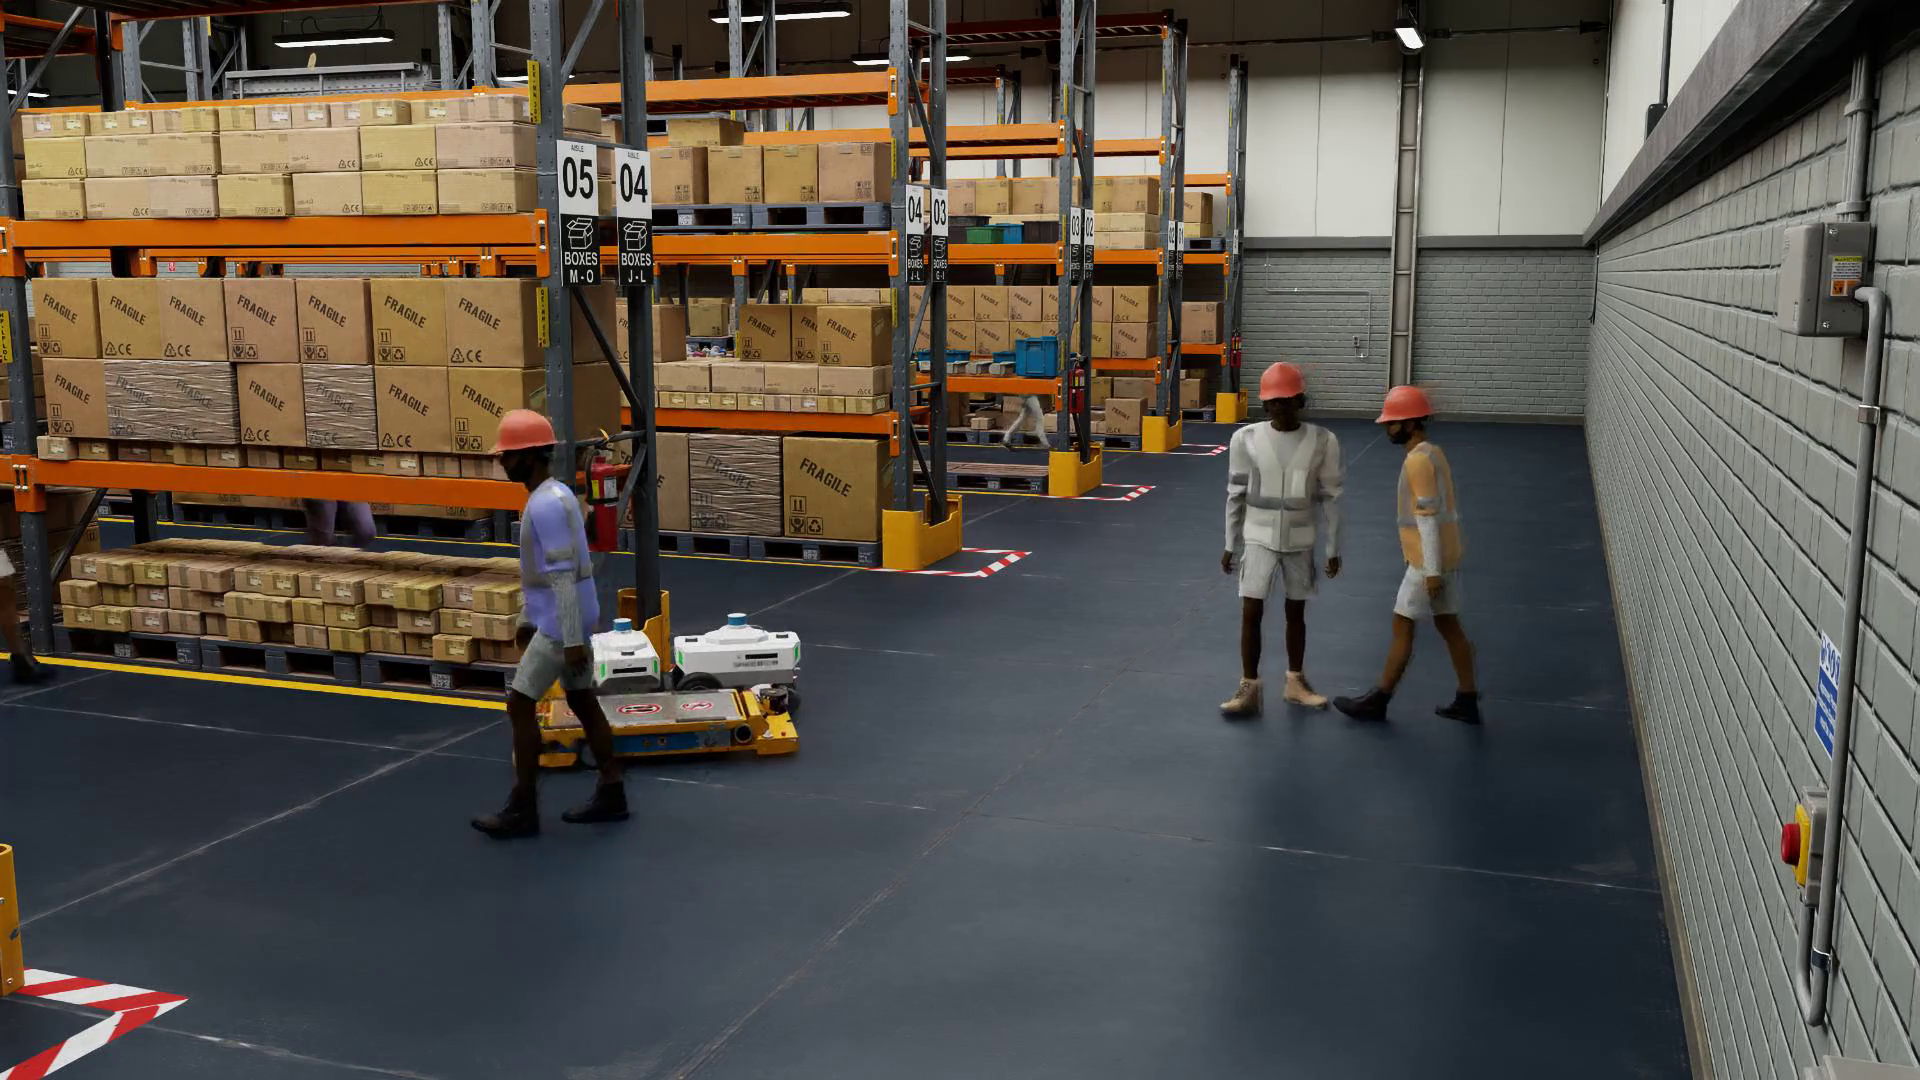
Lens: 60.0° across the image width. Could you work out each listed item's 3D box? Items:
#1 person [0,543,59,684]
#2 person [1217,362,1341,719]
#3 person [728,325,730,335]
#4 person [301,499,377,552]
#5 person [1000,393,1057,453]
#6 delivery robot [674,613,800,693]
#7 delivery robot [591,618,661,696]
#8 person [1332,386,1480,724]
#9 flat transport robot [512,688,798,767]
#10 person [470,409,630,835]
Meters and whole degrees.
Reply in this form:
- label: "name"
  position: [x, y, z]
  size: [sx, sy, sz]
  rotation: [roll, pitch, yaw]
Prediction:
- label: "person"
  position: [-5.884, -0.027, 9.937]
  size: [0.887, 1.901, 0.571]
  rotation: [3, 10, 17]
- label: "person"
  position: [1.817, 0.009, 9.402]
  size: [0.661, 2.017, 0.562]
  rotation: [1, 9, 9]
- label: "person"
  position: [-4.085, -3.073, 28.771]
  size: [0.417, 1.952, 0.640]
  rotation: [5, 10, 29]
- label: "person"
  position: [-4.582, -0.397, 12.252]
  size: [0.542, 1.889, 0.681]
  rotation: [4, 10, 22]
- label: "person"
  position: [0.957, -2.003, 23.231]
  size: [0.860, 1.588, 0.507]
  rotation: [2, 9, 12]
- label: "delivery robot"
  position: [-1.272, 0.663, 9.517]
  size: [0.707, 0.478, 0.477]
  rotation: [-2, 9, -12]
- label: "delivery robot"
  position: [-1.897, 0.685, 9.377]
  size: [0.477, 0.478, 0.707]
  rotation: [-3, 10, -17]
- label: "person"
  position: [2.529, 0.098, 9.247]
  size: [0.821, 1.886, 0.575]
  rotation: [4, 10, 23]
- label: "flat transport robot"
  position: [-1.601, 0.974, 8.746]
  size: [1.431, 0.197, 0.652]
  rotation: [-2, 9, -12]
- label: "person"
  position: [-1.883, 0.375, 7.413]
  size: [0.824, 1.899, 0.612]
  rotation: [-1, 9, -8]
